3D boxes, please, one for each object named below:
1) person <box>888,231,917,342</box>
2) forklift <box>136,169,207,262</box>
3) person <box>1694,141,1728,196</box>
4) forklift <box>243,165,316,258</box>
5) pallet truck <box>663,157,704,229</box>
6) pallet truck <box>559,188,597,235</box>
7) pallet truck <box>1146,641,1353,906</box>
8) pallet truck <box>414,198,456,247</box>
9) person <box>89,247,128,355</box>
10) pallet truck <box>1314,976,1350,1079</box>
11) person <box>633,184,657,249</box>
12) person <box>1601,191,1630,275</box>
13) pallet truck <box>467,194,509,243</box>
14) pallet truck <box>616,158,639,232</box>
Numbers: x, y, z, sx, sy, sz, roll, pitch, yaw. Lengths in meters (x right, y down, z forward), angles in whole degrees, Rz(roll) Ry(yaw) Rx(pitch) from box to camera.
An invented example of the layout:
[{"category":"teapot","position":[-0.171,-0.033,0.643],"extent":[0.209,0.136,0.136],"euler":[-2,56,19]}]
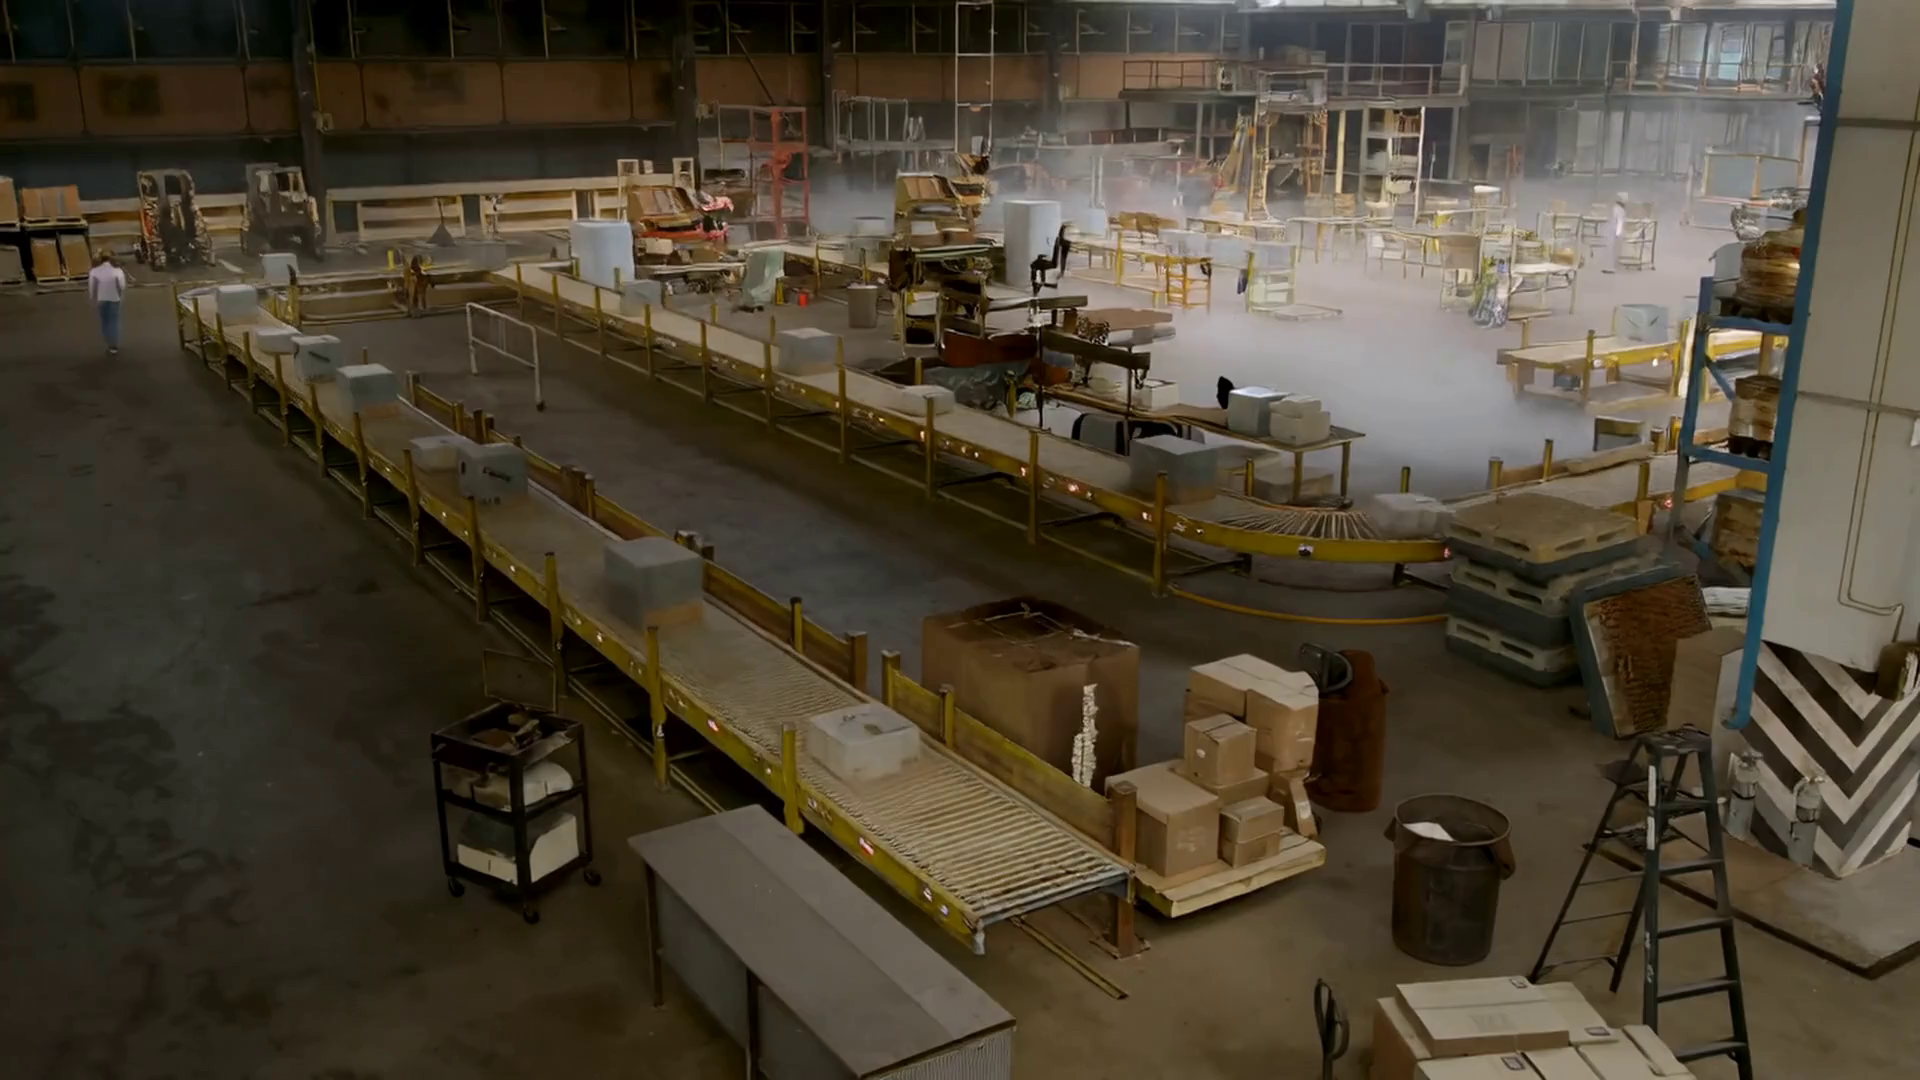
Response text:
[{"category":"person","position":[-0.996,-4.258,28.073],"extent":[0.400,1.897,0.642],"euler":[-15,22,-40]},{"category":"forklift","position":[-17.842,-7.318,37.559],"extent":[1.157,1.987,2.680],"euler":[-10,20,-31]},{"category":"person","position":[24.816,-12.238,54.805],"extent":[0.999,1.796,0.507],"euler":[4,17,12]},{"category":"forklift","position":[-15.898,-7.669,38.708],"extent":[1.157,1.987,2.680],"euler":[-11,20,-33]},{"category":"pallet truck","position":[-7.586,-9.308,44.692],"extent":[0.823,1.965,1.885],"euler":[-11,20,-33]},{"category":"pallet truck","position":[-10.010,-8.652,43.699],"extent":[0.653,1.274,1.630],"euler":[-10,20,-31]},{"category":"pallet truck","position":[1.664,1.407,10.232],"extent":[1.630,1.274,0.653],"euler":[-10,20,-31]},{"category":"pallet truck","position":[-13.250,-8.060,41.856],"extent":[0.680,1.201,1.601],"euler":[-10,20,-31]},{"category":"person","position":[-13.923,-3.937,27.272],"extent":[0.538,1.720,0.788],"euler":[-6,18,-18]},{"category":"pallet truck","position":[2.299,2.390,7.086],"extent":[1.601,1.201,0.680],"euler":[-2,17,-7]},{"category":"person","position":[-6.933,-6.681,35.950],"extent":[1.052,1.989,0.636],"euler":[-13,21,-37]},{"category":"person","position":[14.369,-6.675,36.248],"extent":[0.622,1.810,0.591],"euler":[9,19,29]},{"category":"pallet truck","position":[-11.983,-8.177,42.137],"extent":[0.704,1.261,1.522],"euler":[-11,20,-33]},{"category":"pallet truck","position":[-8.918,-9.176,44.255],"extent":[0.823,1.965,1.885],"euler":[-9,19,-27]}]
